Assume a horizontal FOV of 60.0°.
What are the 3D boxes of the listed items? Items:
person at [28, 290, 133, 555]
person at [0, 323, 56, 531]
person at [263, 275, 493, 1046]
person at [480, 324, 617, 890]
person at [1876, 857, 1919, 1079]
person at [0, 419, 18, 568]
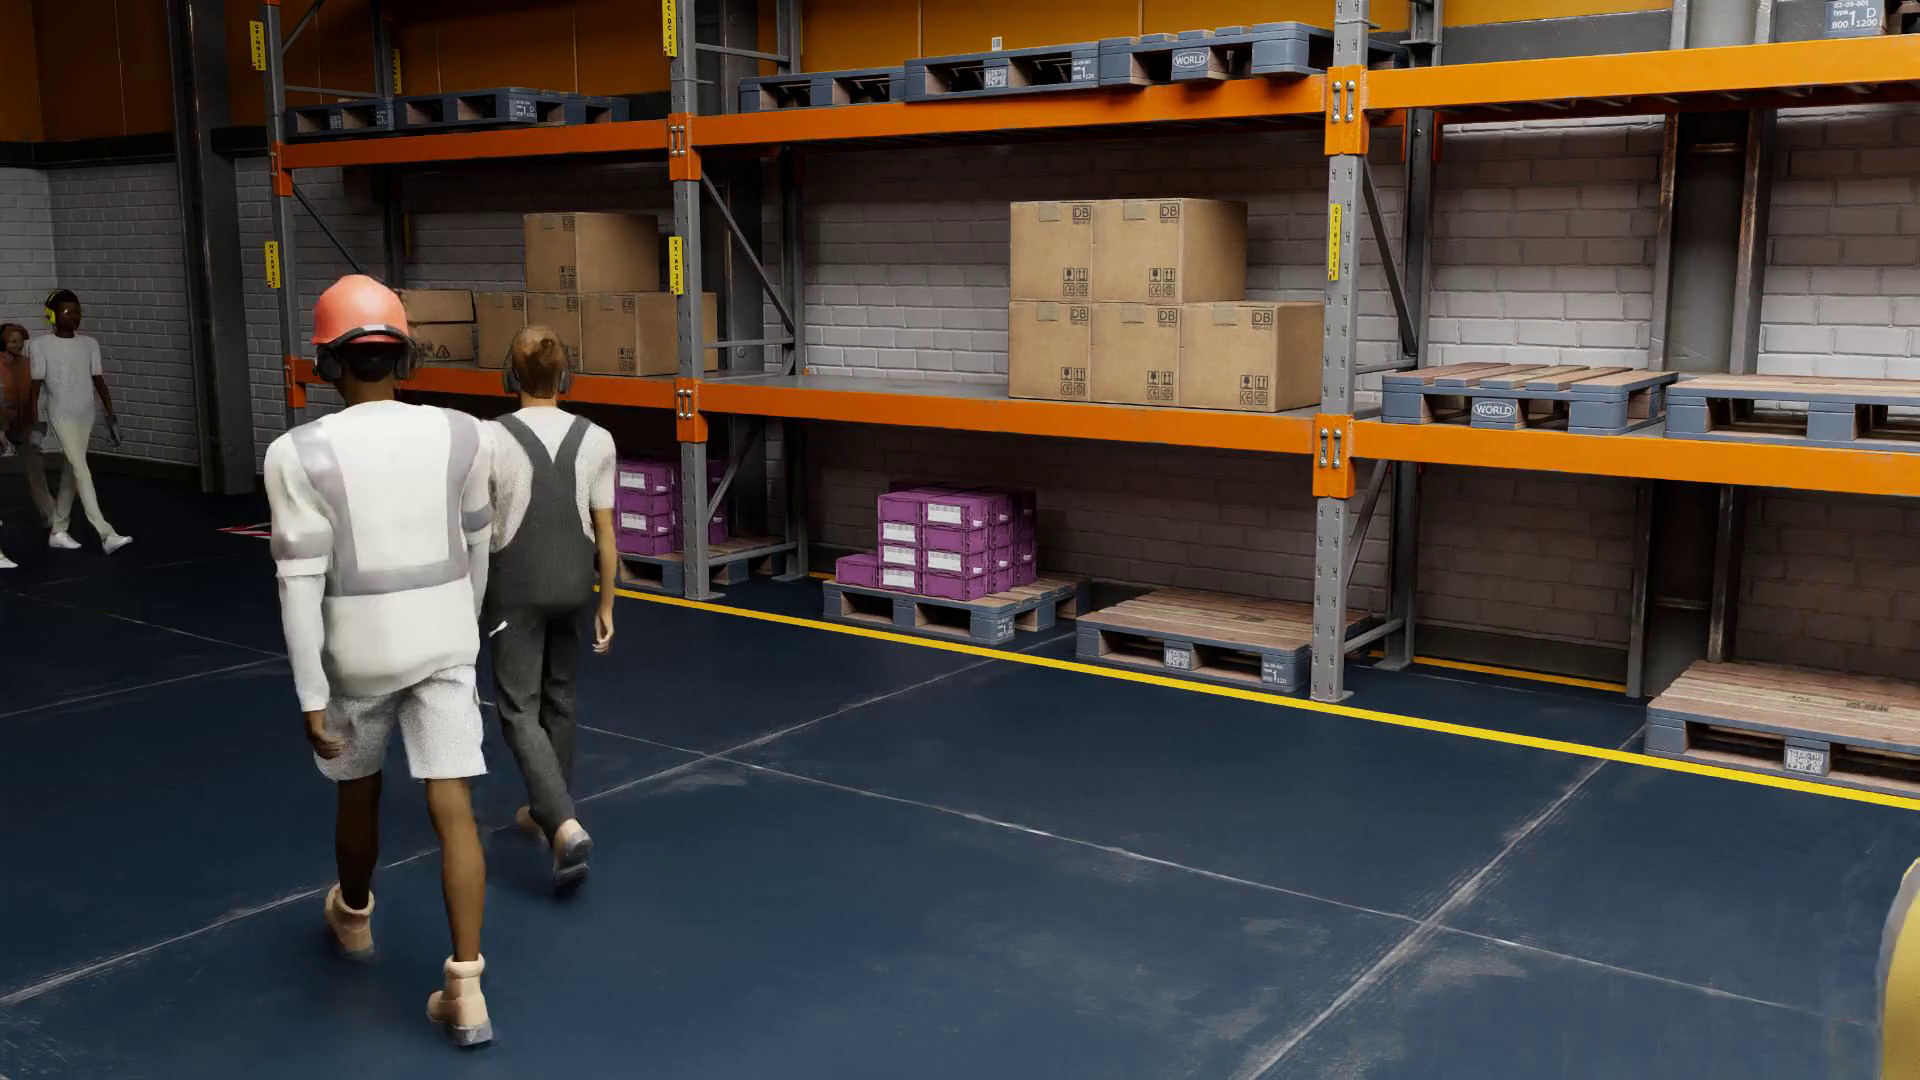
[{"bbox_3d":[-6.080,-0.804,11.495,0.961,1.812,0.551,5,11,26],"label":"person"},{"bbox_3d":[-7.163,-0.845,12.495,0.970,1.564,0.497,5,11,29],"label":"person"},{"bbox_3d":[-1.537,0.292,4.484,0.606,1.987,1.073,-6,11,-33],"label":"person"},{"bbox_3d":[-1.354,0.206,5.466,0.514,1.823,0.847,-7,12,-35],"label":"person"},{"bbox_3d":[0.912,0.894,1.467,0.918,1.804,0.632,1,10,6],"label":"person"},{"bbox_3d":[-6.675,-0.726,11.024,0.852,1.838,0.519,3,10,17],"label":"person"}]
